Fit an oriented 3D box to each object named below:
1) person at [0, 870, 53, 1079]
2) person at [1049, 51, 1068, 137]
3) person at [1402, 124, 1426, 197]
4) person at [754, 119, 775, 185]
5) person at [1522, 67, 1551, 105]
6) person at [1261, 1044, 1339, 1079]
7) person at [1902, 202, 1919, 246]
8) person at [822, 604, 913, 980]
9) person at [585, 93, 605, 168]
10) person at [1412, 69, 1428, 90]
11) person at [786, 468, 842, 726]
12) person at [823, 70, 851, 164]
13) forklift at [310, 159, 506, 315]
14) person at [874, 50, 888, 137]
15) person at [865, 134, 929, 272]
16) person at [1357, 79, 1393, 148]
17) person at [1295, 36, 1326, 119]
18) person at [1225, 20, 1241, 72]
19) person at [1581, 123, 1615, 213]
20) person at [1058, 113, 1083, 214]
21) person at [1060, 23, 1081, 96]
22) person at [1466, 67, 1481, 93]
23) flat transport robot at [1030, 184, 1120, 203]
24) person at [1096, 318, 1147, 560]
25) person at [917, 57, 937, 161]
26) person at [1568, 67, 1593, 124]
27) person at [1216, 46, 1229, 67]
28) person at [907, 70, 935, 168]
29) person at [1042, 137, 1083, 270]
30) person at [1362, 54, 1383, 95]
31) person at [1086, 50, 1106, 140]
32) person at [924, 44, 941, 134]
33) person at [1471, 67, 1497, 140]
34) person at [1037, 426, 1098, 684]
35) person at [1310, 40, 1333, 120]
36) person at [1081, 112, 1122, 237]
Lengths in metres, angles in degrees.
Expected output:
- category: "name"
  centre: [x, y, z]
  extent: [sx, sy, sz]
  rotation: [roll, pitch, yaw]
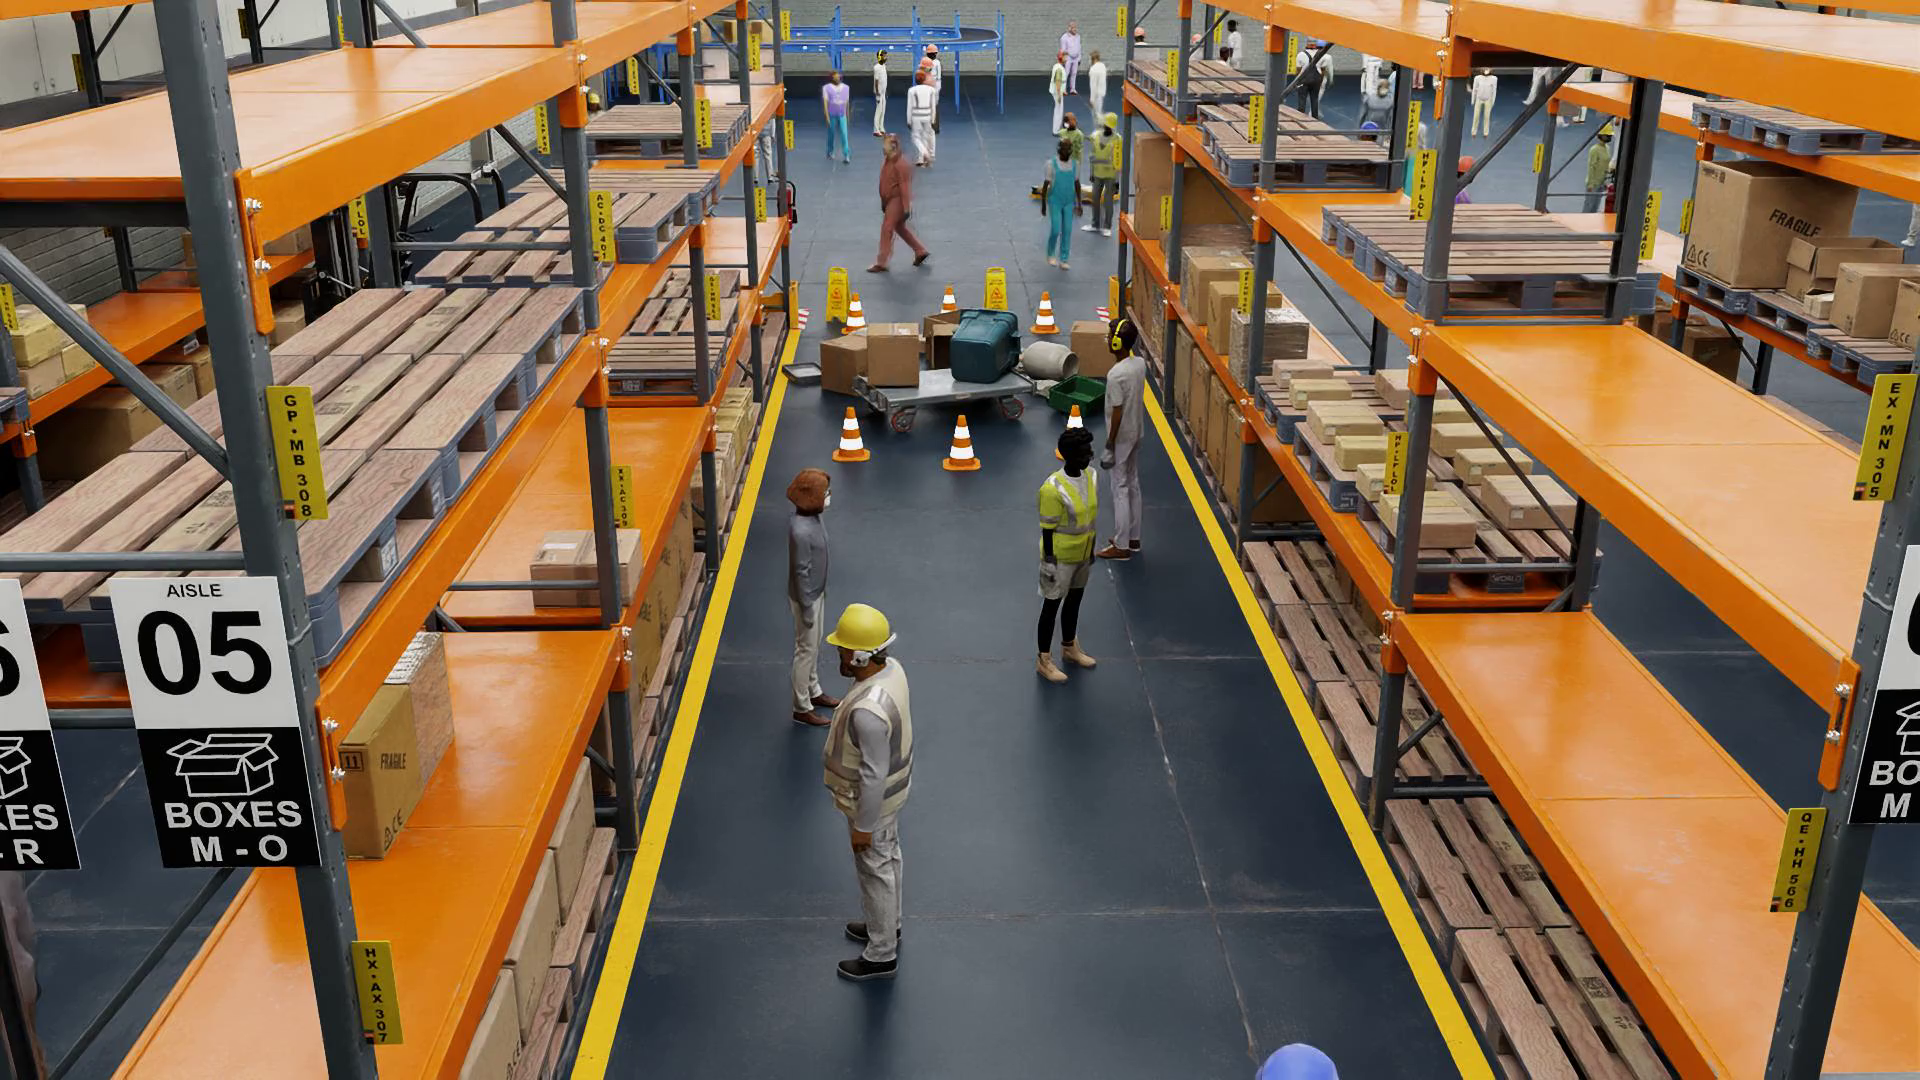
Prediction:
- category: "person"
  centre: [-3.695, 1.715, 6.223]
  extent: [0.346, 1.749, 0.570]
  rotation: [8, 22, 21]
- category: "person"
  centre: [2.153, -9.823, 36.608]
  extent: [0.399, 1.836, 0.577]
  rotation: [0, 21, 1]
- category: "person"
  centre: [7.342, -6.279, 27.393]
  extent: [0.542, 1.720, 0.910]
  rotation: [12, 24, 29]
- category: "person"
  centre: [-3.627, -7.333, 30.041]
  extent: [0.588, 1.822, 0.403]
  rotation: [-5, 21, -14]
- category: "person"
  centre: [14.869, -11.947, 42.411]
  extent: [0.905, 1.696, 0.490]
  rotation: [-10, 23, -24]
- category: "person"
  centre: [0.912, 2.237, 4.601]
  extent: [0.636, 1.923, 0.433]
  rotation: [15, 26, 35]
- category: "person"
  centre: [14.307, -5.217, 24.570]
  extent: [0.485, 1.737, 0.321]
  rotation: [2, 21, 4]
- category: "person"
  centre: [-0.420, 1.146, 7.612]
  extent: [0.404, 1.830, 0.602]
  rotation: [2, 21, 5]
- category: "person"
  centre: [-6.407, -7.011, 29.332]
  extent: [0.486, 1.723, 0.760]
  rotation: [-5, 21, -13]
- category: "person"
  centre: [12.831, -13.459, 46.130]
  extent: [0.399, 1.900, 0.643]
  rotation: [-8, 22, -19]
- category: "person"
  centre: [-0.893, 0.339, 10.040]
  extent: [0.295, 1.623, 0.507]
  rotation: [2, 21, 5]
- category: "person"
  centre: [-2.437, -8.366, 32.829]
  extent: [0.560, 1.799, 0.934]
  rotation: [-7, 22, -18]
- category: "forklift"
  centre: [-5.622, -2.910, 17.832]
  extent: [2.313, 2.155, 1.214]
  rotation: [-1, 21, -1]
- category: "person"
  centre: [-1.725, -9.812, 36.550]
  extent: [0.329, 1.861, 0.502]
  rotation: [6, 22, 17]
- category: "person"
  centre: [-0.858, -4.653, 22.896]
  extent: [0.951, 1.871, 0.658]
  rotation: [-8, 22, -20]
- category: "person"
  centre: [7.517, -7.364, 30.045]
  extent: [0.647, 1.885, 0.963]
  rotation: [2, 21, 5]
- category: "person"
  centre: [8.040, -10.589, 38.343]
  extent: [0.687, 2.000, 0.538]
  rotation: [-1, 21, -2]
- category: "person"
  centre: [7.334, -13.131, 45.203]
  extent: [0.769, 1.930, 0.600]
  rotation: [16, 26, 37]
- category: "person"
  centre: [9.496, -5.309, 24.769]
  extent: [0.524, 1.769, 0.314]
  rotation: [-19, 28, -41]
- category: "person"
  centre: [1.804, -6.168, 27.240]
  extent: [0.283, 1.628, 0.509]
  rotation: [-19, 28, -40]
- category: "person"
  centre: [3.000, -12.934, 44.749]
  extent: [0.642, 1.899, 0.395]
  rotation: [-15, 25, -34]
- category: "person"
  centre: [14.009, -13.277, 45.470]
  extent: [0.624, 2.024, 0.494]
  rotation: [-13, 24, -30]
- category: "flat transport robot"
  centre: [1.984, -5.992, 28.653]
  extent: [1.431, 0.197, 0.652]
  rotation: [10, 23, 24]
- category: "person"
  centre: [1.212, -0.757, 12.591]
  extent: [0.335, 1.873, 0.521]
  rotation: [13, 24, 30]
- category: "person"
  centre: [-0.650, -8.552, 33.019]
  extent: [0.375, 1.997, 0.609]
  rotation: [-3, 21, -9]
- category: "person"
  centre: [14.486, -10.519, 38.739]
  extent: [0.508, 1.623, 0.290]
  rotation: [-12, 24, -29]
- category: "person"
  centre: [5.738, -9.926, 36.780]
  extent: [0.398, 1.908, 0.599]
  rotation: [-5, 21, -13]
- category: "person"
  centre: [-0.720, -8.053, 31.892]
  extent: [0.588, 1.869, 0.719]
  rotation: [-10, 23, -26]
- category: "person"
  centre: [1.409, -4.619, 22.860]
  extent: [0.538, 1.822, 0.388]
  rotation: [-8, 22, -20]
- category: "person"
  centre: [10.709, -12.336, 43.237]
  extent: [0.582, 1.862, 0.586]
  rotation: [-10, 23, -26]
- category: "person"
  centre: [2.990, -9.547, 35.777]
  extent: [0.534, 1.945, 0.652]
  rotation: [10, 23, 24]
- category: "person"
  centre: [-0.612, -10.011, 36.957]
  extent: [0.356, 1.937, 0.552]
  rotation: [3, 21, 9]
- category: "person"
  centre: [11.343, -9.507, 36.060]
  extent: [0.497, 1.626, 0.279]
  rotation: [6, 22, 16]
- category: "person"
  centre: [0.691, 0.081, 10.629]
  extent: [0.319, 1.692, 0.537]
  rotation: [17, 26, 37]
- category: "person"
  centre: [8.446, -10.808, 39.131]
  extent: [0.636, 1.898, 1.018]
  rotation: [15, 25, 34]
- category: "person"
  centre: [2.193, -5.554, 25.261]
  extent: [0.677, 1.877, 0.499]
  rotation: [14, 25, 33]
